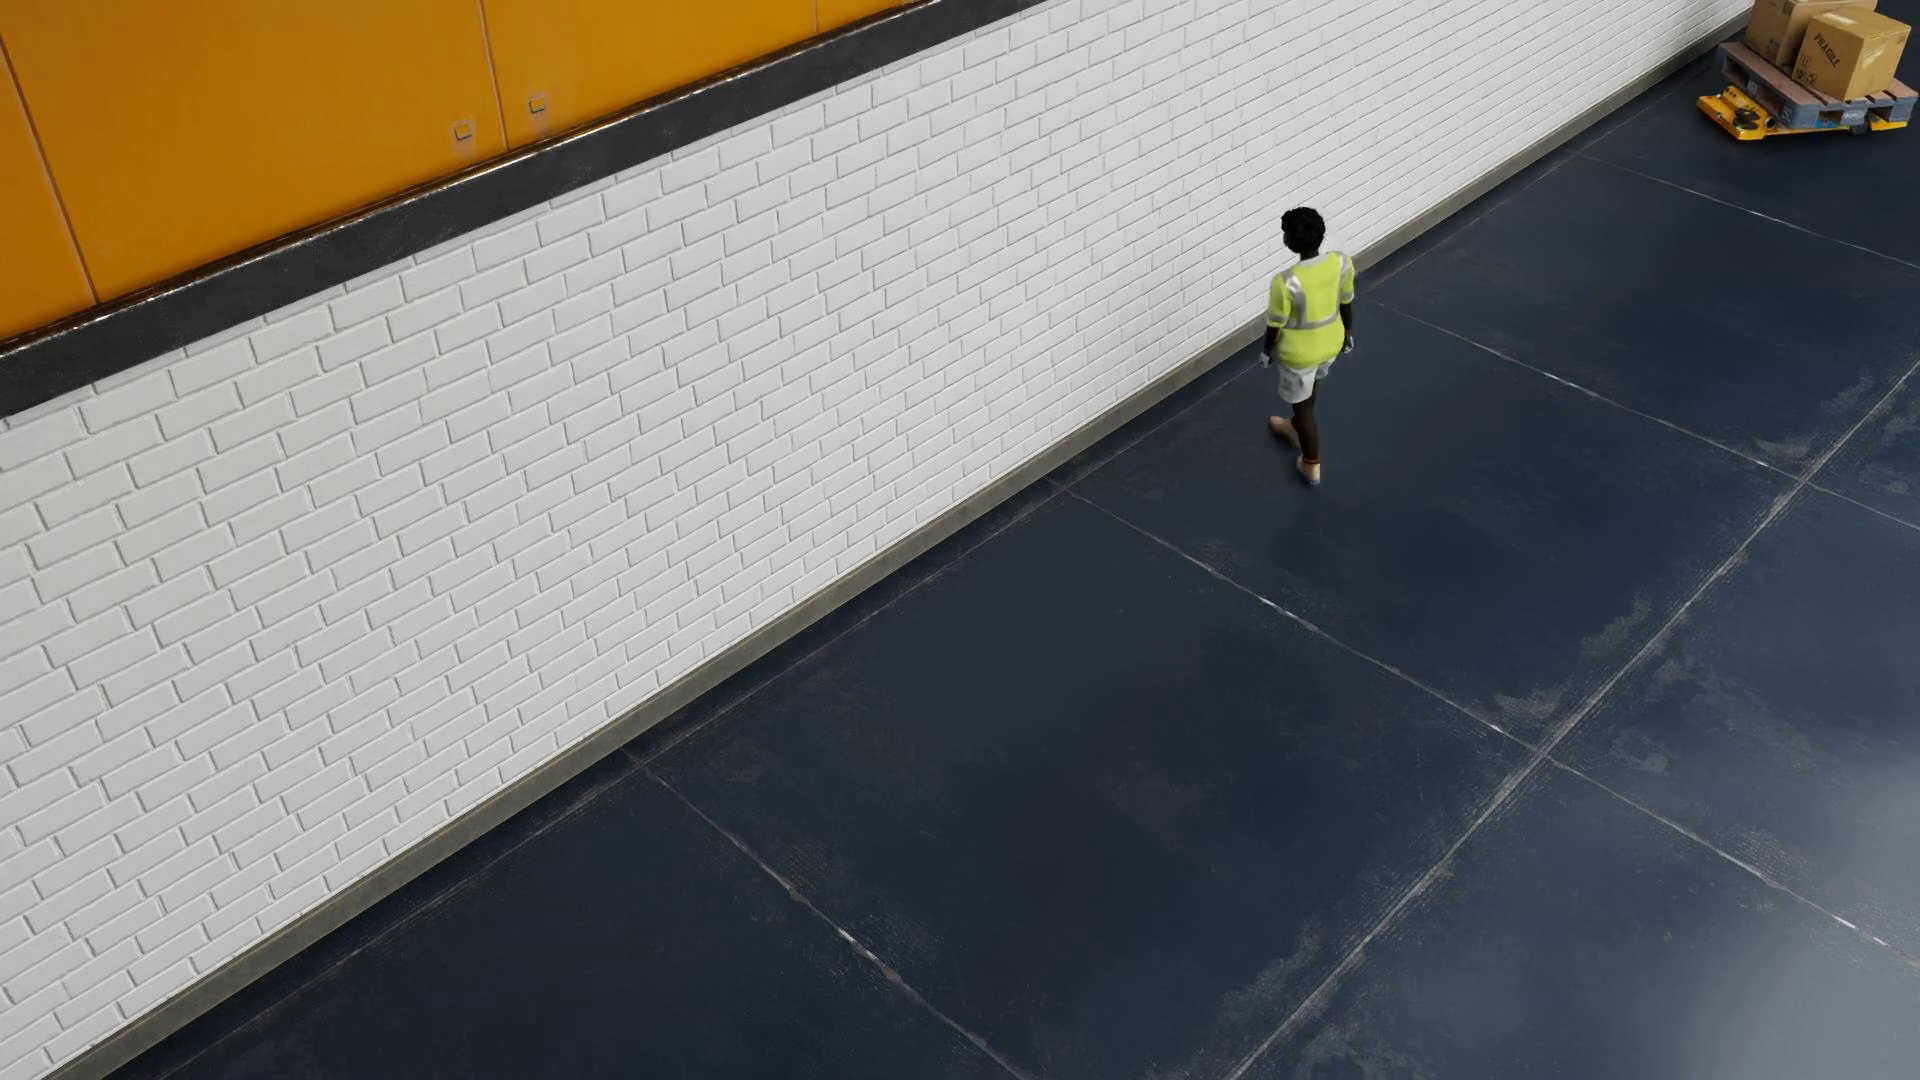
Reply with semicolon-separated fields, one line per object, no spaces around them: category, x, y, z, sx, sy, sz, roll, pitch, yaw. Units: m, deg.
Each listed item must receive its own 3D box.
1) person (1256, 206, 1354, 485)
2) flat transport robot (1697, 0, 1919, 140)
person;1.855;-1.106;9.182;0.576;1.659;0.700;-20;43;-24
flat transport robot;6.701;-3.446;13.227;1.431;0.231;0.659;-6;39;-7
